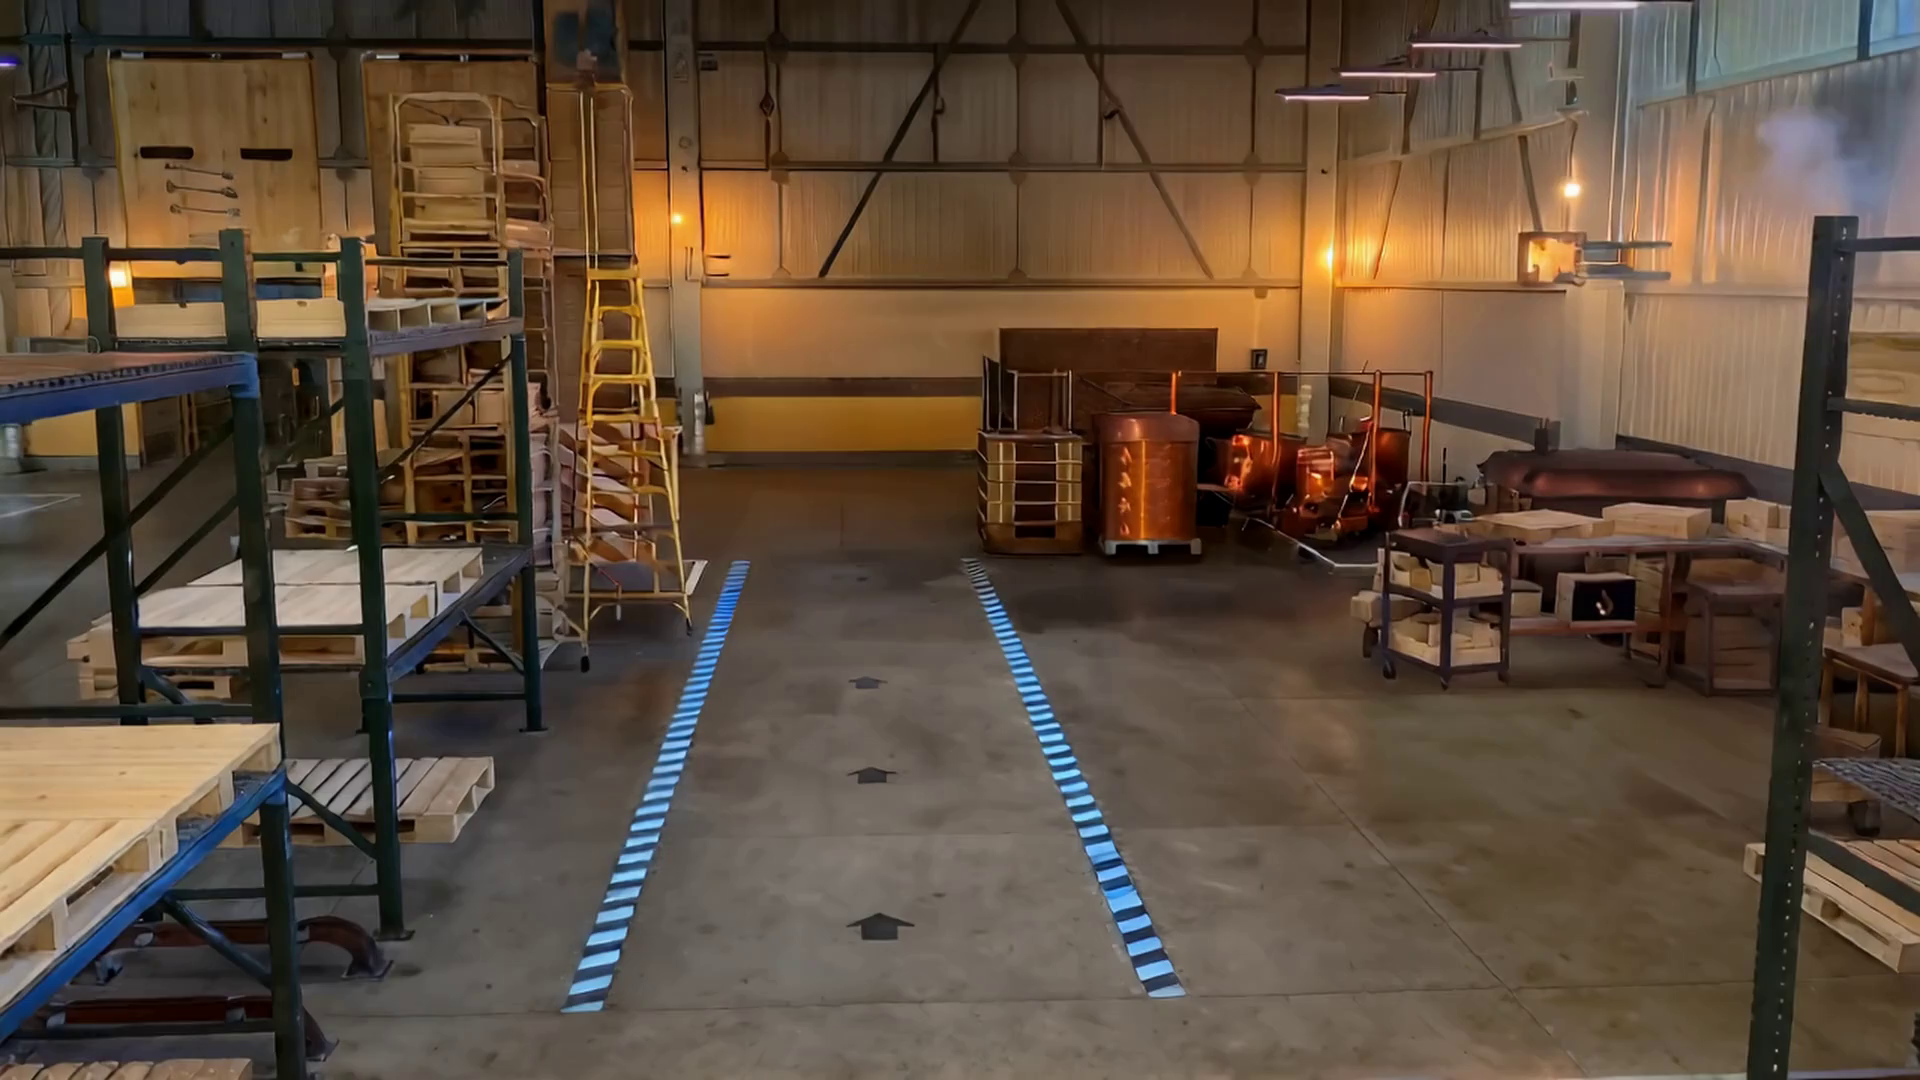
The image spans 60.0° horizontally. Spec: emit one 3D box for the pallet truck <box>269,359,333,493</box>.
[{"bbox_3d":[-7.062,-1.131,18.996,1.885,1.965,0.823,2,9,13],"label":"pallet truck"}]
